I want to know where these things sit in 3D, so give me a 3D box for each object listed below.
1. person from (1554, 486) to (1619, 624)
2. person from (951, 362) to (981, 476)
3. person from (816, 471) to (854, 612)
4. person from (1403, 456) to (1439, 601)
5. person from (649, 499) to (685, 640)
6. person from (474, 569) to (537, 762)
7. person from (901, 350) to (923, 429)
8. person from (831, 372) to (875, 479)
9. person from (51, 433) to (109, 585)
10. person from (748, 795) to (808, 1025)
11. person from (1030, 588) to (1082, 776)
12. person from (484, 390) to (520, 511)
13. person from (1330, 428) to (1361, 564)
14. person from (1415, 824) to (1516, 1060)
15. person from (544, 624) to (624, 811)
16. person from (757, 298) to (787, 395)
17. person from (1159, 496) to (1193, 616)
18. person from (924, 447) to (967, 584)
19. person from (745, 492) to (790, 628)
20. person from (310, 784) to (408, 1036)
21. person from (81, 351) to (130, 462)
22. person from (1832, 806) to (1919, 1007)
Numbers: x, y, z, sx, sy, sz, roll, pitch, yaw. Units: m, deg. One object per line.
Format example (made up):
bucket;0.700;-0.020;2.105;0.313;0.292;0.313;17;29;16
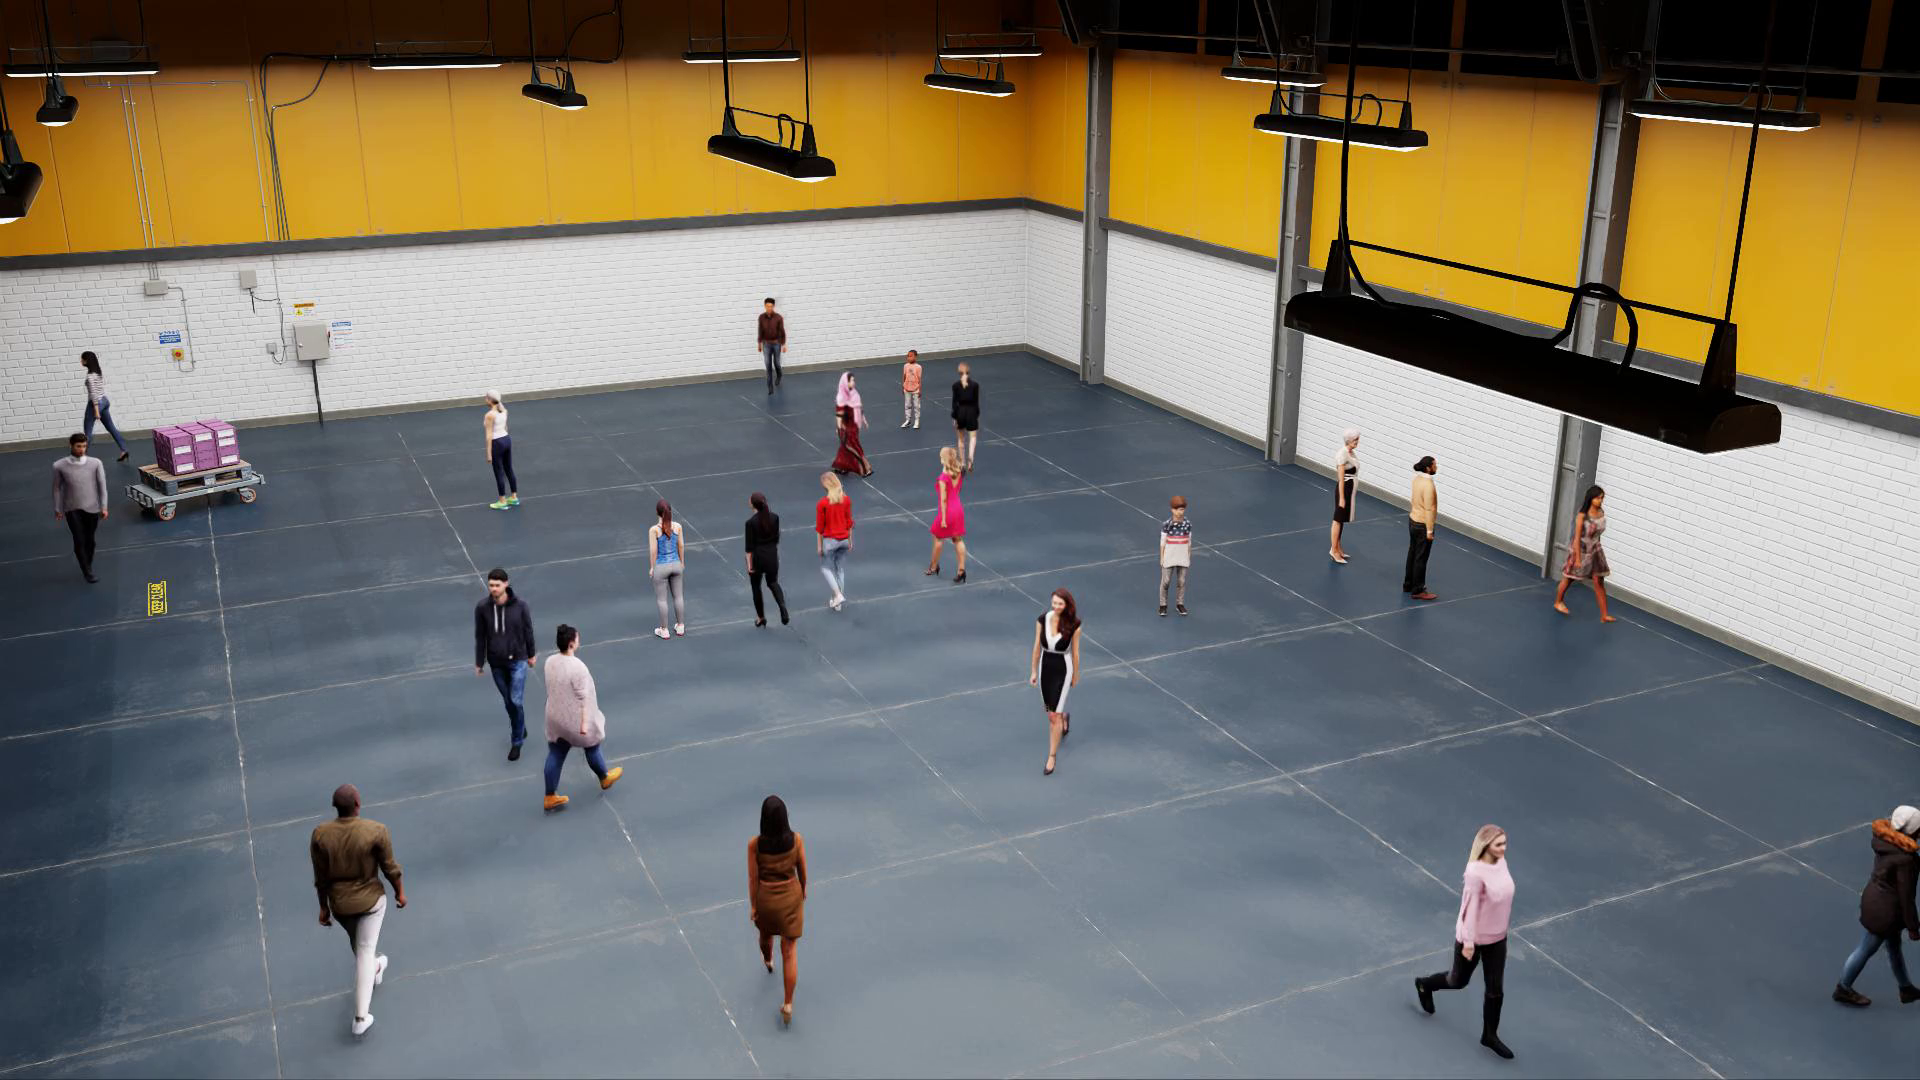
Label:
person;7.217;0.150;19.363;0.652;1.600;1.092;-8;20;-23
person;0.094;-1.770;24.827;0.753;1.751;0.869;0;19;-1
person;-1.425;0.055;19.504;0.655;1.691;0.694;-10;21;-27
person;5.574;-0.169;20.069;0.791;1.754;0.644;-2;19;-6
person;-3.324;0.317;18.853;0.597;1.609;0.569;-12;22;-32
person;-4.338;1.130;16.047;0.937;1.860;1.086;1;19;2
person;-0.796;-2.536;27.795;0.565;1.310;0.628;7;20;20
person;-1.718;-1.726;24.893;1.168;1.626;1.009;11;22;30
person;-10.905;-0.401;20.574;0.895;1.871;1.155;-10;21;-26
person;-1.276;2.658;11.849;0.735;1.643;1.104;-4;19;-12
person;0.920;1.280;15.746;1.093;1.767;1.109;8;20;23
person;-6.480;-1.287;23.475;0.721;1.700;0.675;8;20;23
person;4.909;-0.586;21.308;0.743;1.754;0.705;8;20;24
person;3.554;2.731;11.598;0.689;1.664;1.090;-12;22;-31
person;-3.552;1.612;14.868;1.144;1.698;1.092;12;22;33
person;-3.396;-3.521;30.054;0.970;1.735;1.208;0;19;0
person;2.538;0.172;19.551;0.580;1.438;0.575;-2;19;-5
person;-0.047;-0.287;20.494;0.927;1.707;0.787;14;23;36
person;-2.187;0.283;18.908;0.684;1.639;0.882;-13;22;-33
person;-4.262;2.626;11.735;1.020;1.776;1.284;-1;19;-4
person;-13.124;-1.998;25.513;0.924;1.746;1.070;-2;19;-5
person;6.562;2.643;11.945;1.019;1.610;0.980;5;19;15
